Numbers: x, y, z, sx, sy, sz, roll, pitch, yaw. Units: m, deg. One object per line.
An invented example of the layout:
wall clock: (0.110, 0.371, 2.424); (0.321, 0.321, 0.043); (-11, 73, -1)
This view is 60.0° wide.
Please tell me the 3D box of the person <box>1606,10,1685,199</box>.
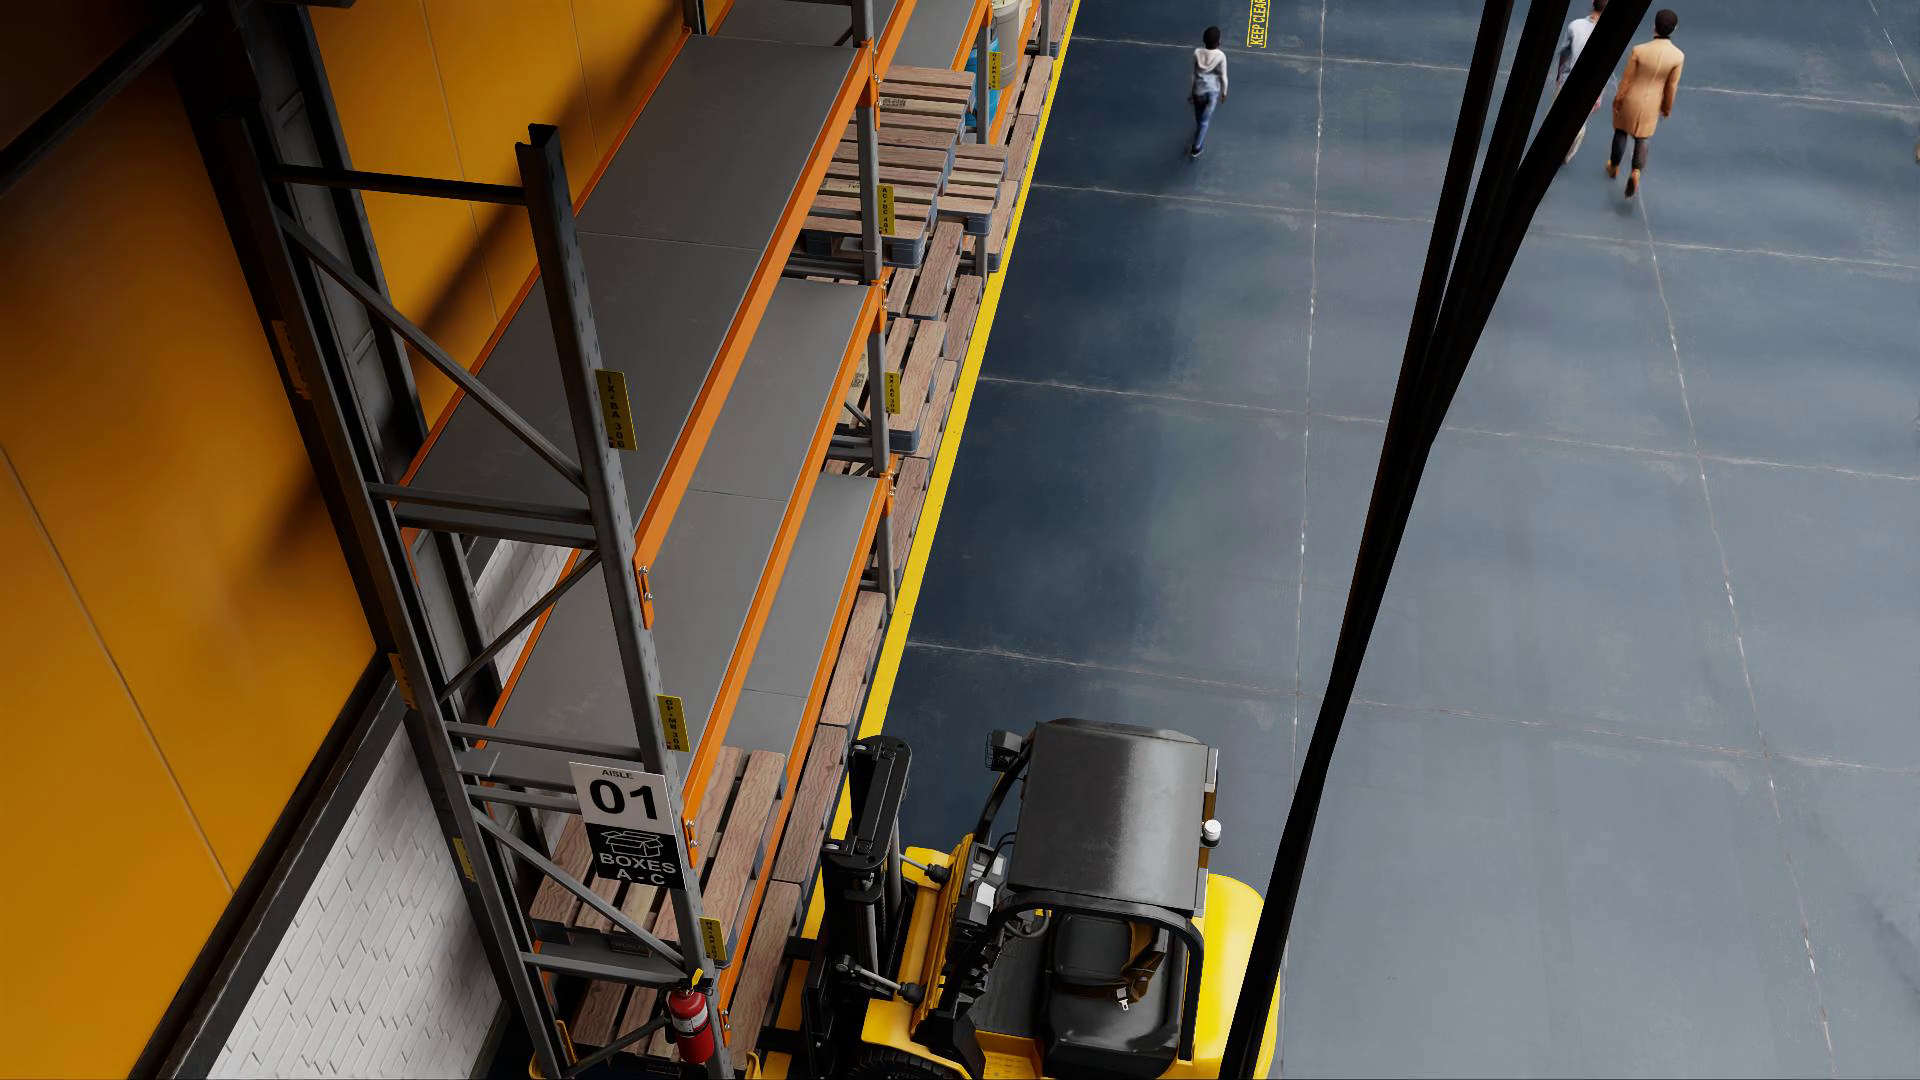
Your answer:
person: (6.200, -3.941, 15.114); (0.716, 1.702, 1.007); (10, 45, 11)

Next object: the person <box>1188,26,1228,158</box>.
person: (2.313, -4.224, 15.758); (0.595, 1.224, 0.906); (14, 45, 15)

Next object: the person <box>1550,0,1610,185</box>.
person: (5.614, -4.094, 15.196); (0.879, 1.811, 1.220); (22, 48, 22)
